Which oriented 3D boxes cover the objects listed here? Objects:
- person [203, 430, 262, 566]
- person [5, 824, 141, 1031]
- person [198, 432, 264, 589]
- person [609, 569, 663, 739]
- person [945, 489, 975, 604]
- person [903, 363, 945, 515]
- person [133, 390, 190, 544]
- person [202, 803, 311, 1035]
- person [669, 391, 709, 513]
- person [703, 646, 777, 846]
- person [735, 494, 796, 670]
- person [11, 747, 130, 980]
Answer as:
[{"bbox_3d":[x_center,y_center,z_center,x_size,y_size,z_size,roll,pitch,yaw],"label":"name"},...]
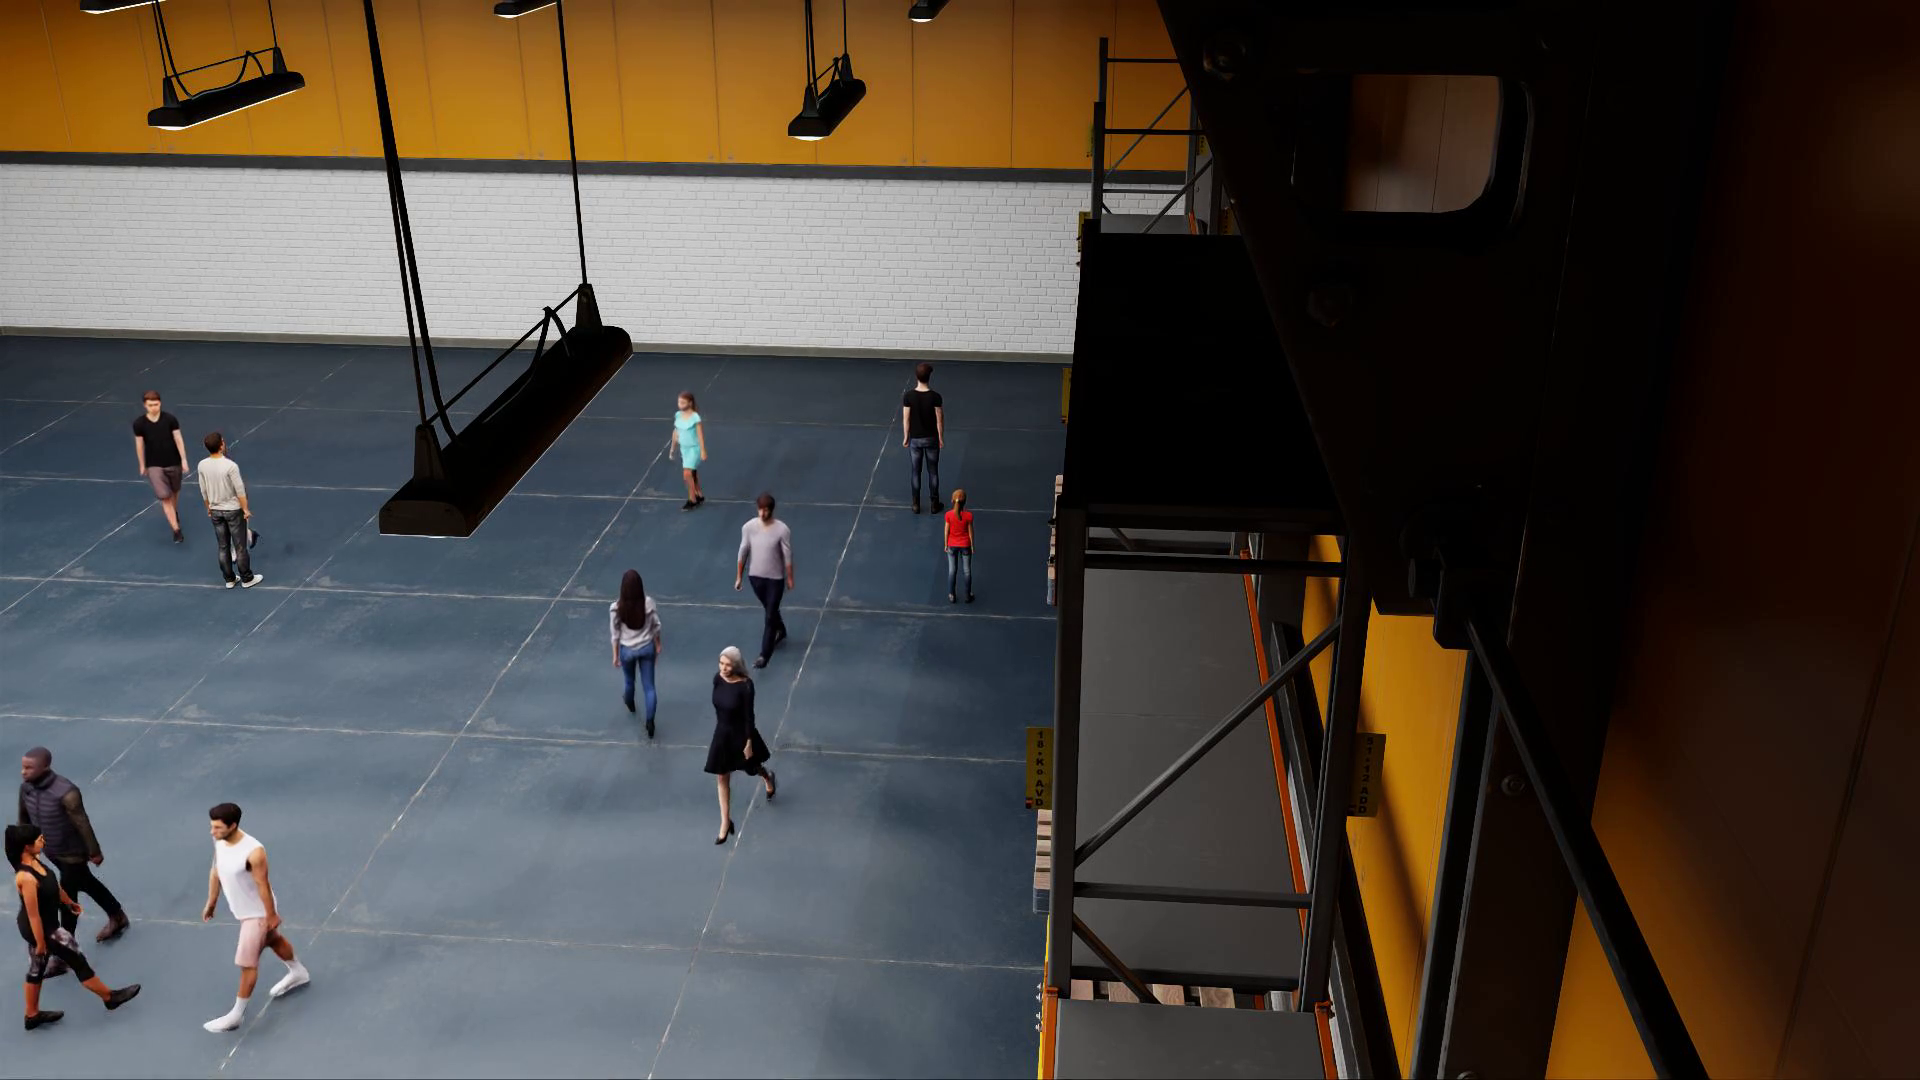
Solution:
[{"bbox_3d":[-8.348,-0.498,19.099,0.809,1.639,0.759,-15,28,-30],"label":"person"},{"bbox_3d":[-6.545,2.743,11.687,0.998,1.636,1.002,-14,27,-28],"label":"person"},{"bbox_3d":[-8.165,-0.330,18.499,0.647,1.811,0.533,3,24,6],"label":"person"},{"bbox_3d":[-2.987,1.092,15.515,0.891,1.596,1.074,-9,25,-19],"label":"person"},{"bbox_3d":[-0.010,0.064,18.222,0.472,1.310,0.482,3,24,6],"label":"person"},{"bbox_3d":[-0.446,-1.248,20.492,0.657,1.896,0.549,3,24,6],"label":"person"},{"bbox_3d":[-9.519,-0.932,19.878,1.177,1.809,1.329,-14,27,-29],"label":"person"},{"bbox_3d":[-4.988,2.593,11.909,1.046,1.734,1.188,19,30,37],"label":"person"},{"bbox_3d":[-3.299,-1.145,20.701,0.742,1.541,0.815,20,31,38],"label":"person"},{"bbox_3d":[-1.838,1.664,14.062,0.883,1.712,1.195,12,26,25],"label":"person"},{"bbox_3d":[-1.917,0.361,16.947,0.896,1.788,1.261,9,25,19],"label":"person"},{"bbox_3d":[-6.627,2.306,12.494,0.990,1.791,1.226,12,26,26],"label":"person"}]
